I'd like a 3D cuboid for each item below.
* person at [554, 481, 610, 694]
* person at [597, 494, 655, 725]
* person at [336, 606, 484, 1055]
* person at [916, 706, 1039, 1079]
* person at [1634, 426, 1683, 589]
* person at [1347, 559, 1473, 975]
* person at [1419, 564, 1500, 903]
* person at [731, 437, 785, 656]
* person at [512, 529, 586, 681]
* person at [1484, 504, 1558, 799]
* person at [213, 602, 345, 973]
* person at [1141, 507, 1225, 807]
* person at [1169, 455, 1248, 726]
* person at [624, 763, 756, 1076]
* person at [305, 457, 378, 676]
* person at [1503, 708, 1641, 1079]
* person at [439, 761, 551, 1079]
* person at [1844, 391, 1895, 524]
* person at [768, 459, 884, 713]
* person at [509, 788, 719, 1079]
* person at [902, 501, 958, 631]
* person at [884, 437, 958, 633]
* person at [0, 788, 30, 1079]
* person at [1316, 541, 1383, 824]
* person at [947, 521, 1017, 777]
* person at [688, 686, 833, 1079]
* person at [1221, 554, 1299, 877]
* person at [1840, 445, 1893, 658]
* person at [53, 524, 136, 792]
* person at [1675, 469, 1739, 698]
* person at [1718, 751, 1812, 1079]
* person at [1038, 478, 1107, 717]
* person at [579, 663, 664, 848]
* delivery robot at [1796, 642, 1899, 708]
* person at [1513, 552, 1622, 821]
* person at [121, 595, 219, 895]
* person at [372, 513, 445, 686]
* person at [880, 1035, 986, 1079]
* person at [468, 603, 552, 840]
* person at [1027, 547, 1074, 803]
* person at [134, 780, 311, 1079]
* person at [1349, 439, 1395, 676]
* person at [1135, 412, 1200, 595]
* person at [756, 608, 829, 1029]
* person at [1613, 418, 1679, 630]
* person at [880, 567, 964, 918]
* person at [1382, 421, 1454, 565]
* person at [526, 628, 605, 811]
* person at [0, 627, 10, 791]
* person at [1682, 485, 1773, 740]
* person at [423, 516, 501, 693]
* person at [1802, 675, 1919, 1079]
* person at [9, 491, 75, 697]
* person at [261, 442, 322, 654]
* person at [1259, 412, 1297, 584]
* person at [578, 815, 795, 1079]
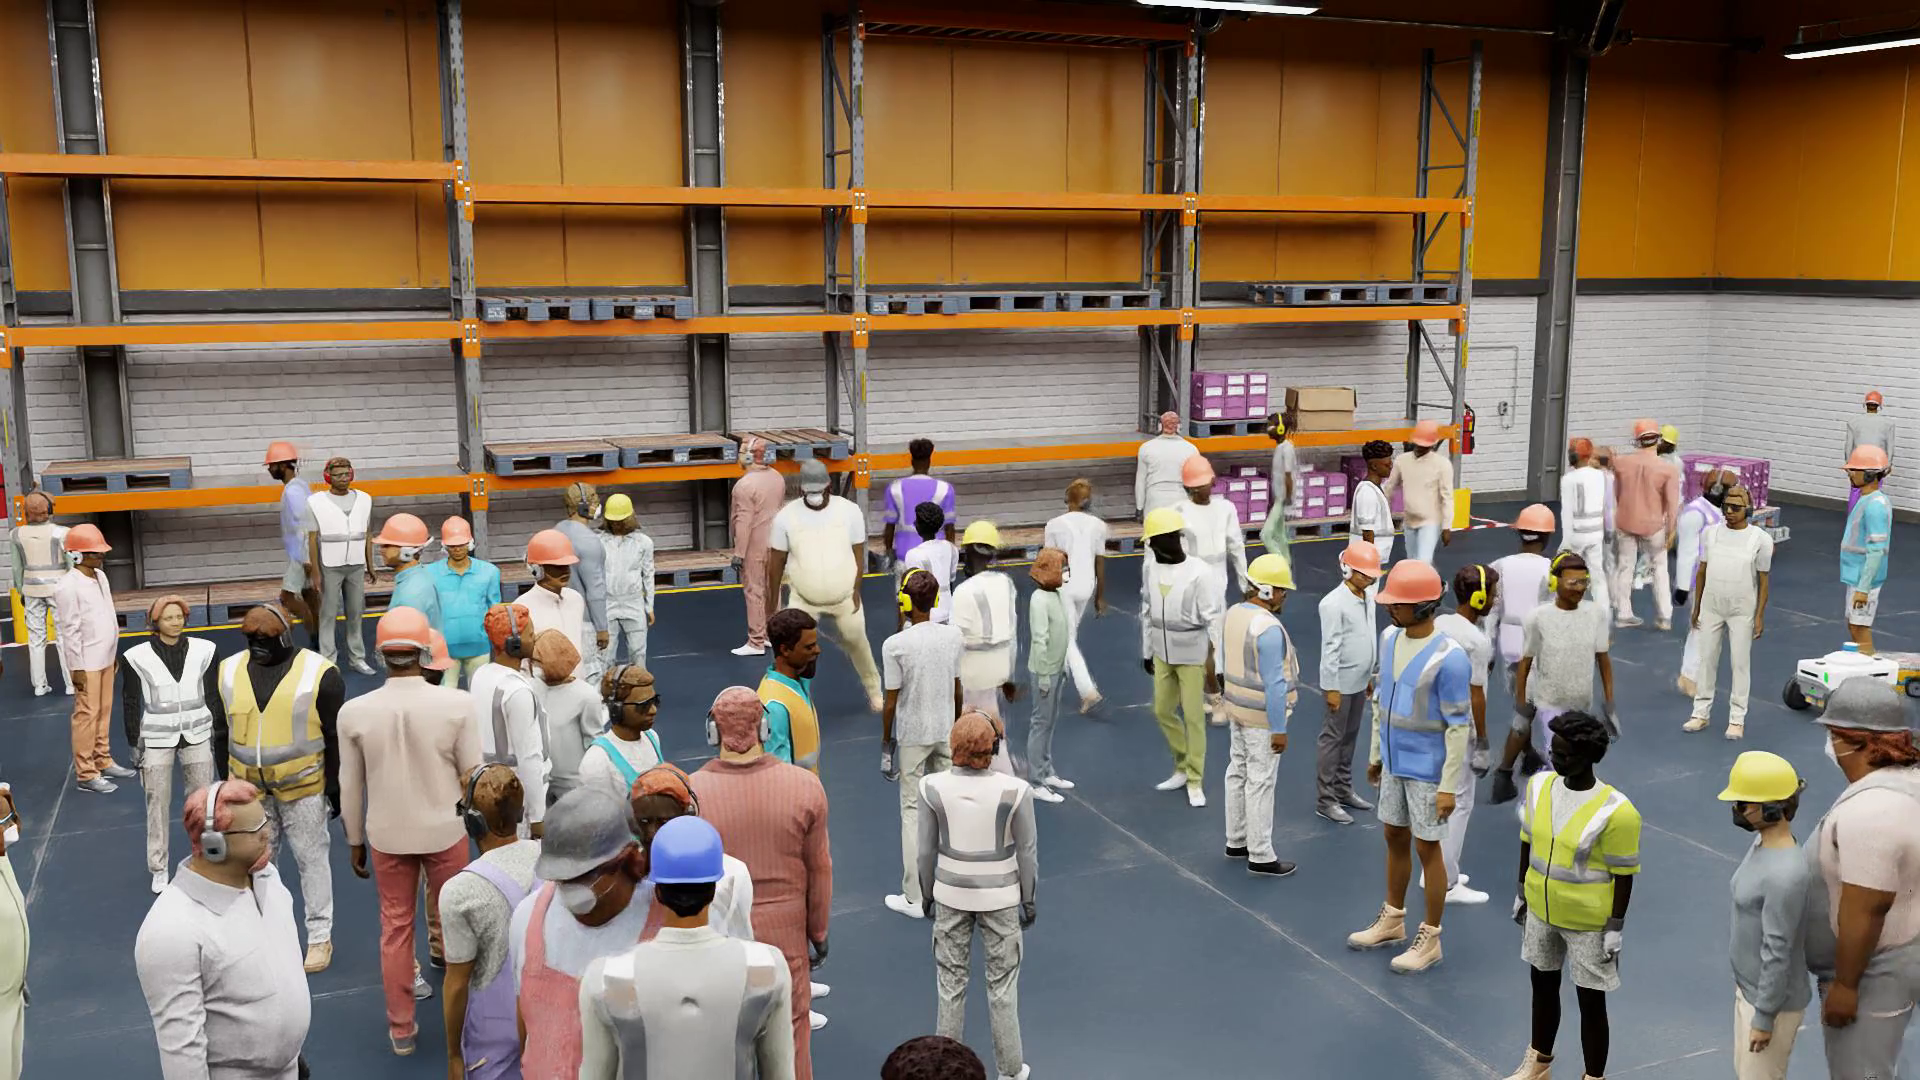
[{"bbox_3d":[-2.605,0.557,11.499,0.372,1.940,0.627,-8,13,-39],"label":"person"},{"bbox_3d":[-2.507,0.513,12.344,0.485,1.734,0.321,-2,10,-10],"label":"person"},{"bbox_3d":[-2.370,1.274,7.274,0.636,1.983,0.437,-1,10,-5],"label":"person"},{"bbox_3d":[0.071,1.501,6.916,0.514,1.642,0.311,2,10,12],"label":"person"},{"bbox_3d":[7.226,-0.352,17.428,0.578,1.700,0.570,-9,13,-42],"label":"person"},{"bbox_3d":[2.194,1.095,8.114,0.396,2.039,0.608,-4,11,-23],"label":"person"},{"bbox_3d":[2.702,1.041,8.958,0.348,1.855,0.531,-2,10,-12],"label":"person"},{"bbox_3d":[-1.790,0.053,14.483,0.407,1.913,0.639,5,11,25],"label":"person"},{"bbox_3d":[-2.252,0.924,9.222,0.390,1.995,0.613,4,11,24],"label":"person"},{"bbox_3d":[3.695,0.707,10.797,0.971,1.894,0.549,-9,13,-43],"label":"person"},{"bbox_3d":[-3.306,1.201,8.091,0.622,1.837,0.430,0,10,0],"label":"person"},{"bbox_3d":[1.424,0.739,10.568,0.444,1.907,0.722,-9,13,-42],"label":"person"},{"bbox_3d":[1.880,0.373,12.371,0.658,2.002,0.569,-5,11,-28],"label":"person"},{"bbox_3d":[-0.950,1.643,5.401,0.573,1.883,0.355,-1,10,-6],"label":"person"},{"bbox_3d":[-5.071,0.229,13.648,0.395,1.847,0.564,9,13,41],"label":"person"},{"bbox_3d":[2.460,1.507,6.720,0.315,1.695,0.541,-6,12,-31],"label":"person"},{"bbox_3d":[-1.507,1.636,5.589,0.341,1.840,0.505,9,13,41],"label":"person"},{"bbox_3d":[11.522,-1.016,21.084,0.563,1.754,0.321,6,12,32],"label":"person"},{"bbox_3d":[-1.004,0.340,12.456,0.872,2.000,0.610,-1,10,-5],"label":"person"},{"bbox_3d":[-1.023,1.671,4.784,0.699,2.000,0.881,2,10,11],"label":"person"},{"bbox_3d":[-0.224,0.561,12.171,0.318,1.697,0.536,7,12,36],"label":"person"},{"bbox_3d":[-0.336,0.107,14.089,0.628,1.945,0.586,1,10,6],"label":"person"},{"bbox_3d":[-3.459,1.668,5.977,0.278,1.633,0.507,-3,10,-18],"label":"person"},{"bbox_3d":[2.428,0.862,10.302,0.346,1.741,0.563,8,13,39],"label":"person"},{"bbox_3d":[0.045,0.827,10.155,0.837,1.866,0.582,4,10,20],"label":"person"},{"bbox_3d":[-0.801,1.482,6.283,0.637,1.903,0.406,-2,10,-13],"label":"person"},{"bbox_3d":[1.698,0.980,9.395,0.403,1.822,0.587,-3,10,-16],"label":"person"},{"bbox_3d":[6.883,0.288,12.746,0.374,2.042,0.615,4,11,23],"label":"person"},{"bbox_3d":[-5.654,0.758,10.871,0.333,1.749,0.574,-1,10,-5],"label":"person"},{"bbox_3d":[5.882,0.352,13.022,0.640,1.819,0.513,-9,13,-41],"label":"person"},{"bbox_3d":[2.847,1.613,5.949,0.342,1.754,0.535,3,10,19],"label":"person"},{"bbox_3d":[0.883,0.428,12.703,0.549,1.792,0.927,-4,11,-21],"label":"person"},{"bbox_3d":[-1.349,1.408,6.863,0.340,1.845,0.513,3,10,16],"label":"person"},{"bbox_3d":[6.707,1.017,12.563,0.707,0.478,0.477,-3,10,-15],"label":"delivery robot"},{"bbox_3d":[3.471,0.952,9.580,0.519,1.829,0.998,-2,10,-10],"label":"person"},{"bbox_3d":[-4.322,1.107,9.176,0.514,1.645,0.309,-8,13,-38],"label":"person"},{"bbox_3d":[-3.208,0.828,9.767,0.374,1.997,0.608,-3,10,-15],"label":"person"},{"bbox_3d":[0.003,1.954,3.508,0.370,1.916,0.597,1,10,5],"label":"person"},{"bbox_3d":[-2.087,1.224,7.817,0.356,1.883,0.572,-8,13,-38],"label":"person"},{"bbox_3d":[0.580,0.850,10.690,0.286,1.633,0.499,3,10,17],"label":"person"},{"bbox_3d":[-2.218,1.673,5.168,0.409,1.908,0.642,1,10,4],"label":"person"},{"bbox_3d":[3.421,0.137,13.836,0.367,1.966,0.607,2,10,14],"label":"person"},{"bbox_3d":[2.101,-0.355,16.892,0.659,1.894,0.400,0,10,-1],"label":"person"},{"bbox_3d":[-0.795,1.247,7.579,0.375,1.917,0.599,0,10,-1],"label":"person"},{"bbox_3d":[6.379,-0.145,15.450,0.621,1.976,0.547,8,12,37],"label":"person"},{"bbox_3d":[-0.199,1.070,8.809,0.500,1.854,0.327,-6,11,-30],"label":"person"},{"bbox_3d":[4.198,-0.160,15.596,0.795,1.944,0.841,-8,12,-37],"label":"person"},{"bbox_3d":[-2.030,1.243,8.423,0.504,1.632,0.287,4,11,22],"label":"person"},{"bbox_3d":[-6.379,0.741,10.503,0.589,1.918,0.393,-4,11,-21],"label":"person"},{"bbox_3d":[5.545,0.516,12.000,0.504,1.847,0.345,9,13,42],"label":"person"},{"bbox_3d":[-3.350,0.704,11.182,0.559,1.752,0.326,-4,11,-23],"label":"person"},{"bbox_3d":[3.342,1.473,5.927,0.756,2.000,0.700,8,13,38],"label":"person"},{"bbox_3d":[-7.167,0.429,13.084,0.514,1.645,0.307,0,10,-3],"label":"person"},{"bbox_3d":[-5.621,0.114,14.146,0.522,1.905,0.572,-3,10,-17],"label":"person"},{"bbox_3d":[3.279,-0.394,17.225,0.471,1.850,0.567,0,10,2],"label":"person"},{"bbox_3d":[-0.770,1.736,4.736,0.619,1.932,0.420,-3,10,-17],"label":"person"}]
